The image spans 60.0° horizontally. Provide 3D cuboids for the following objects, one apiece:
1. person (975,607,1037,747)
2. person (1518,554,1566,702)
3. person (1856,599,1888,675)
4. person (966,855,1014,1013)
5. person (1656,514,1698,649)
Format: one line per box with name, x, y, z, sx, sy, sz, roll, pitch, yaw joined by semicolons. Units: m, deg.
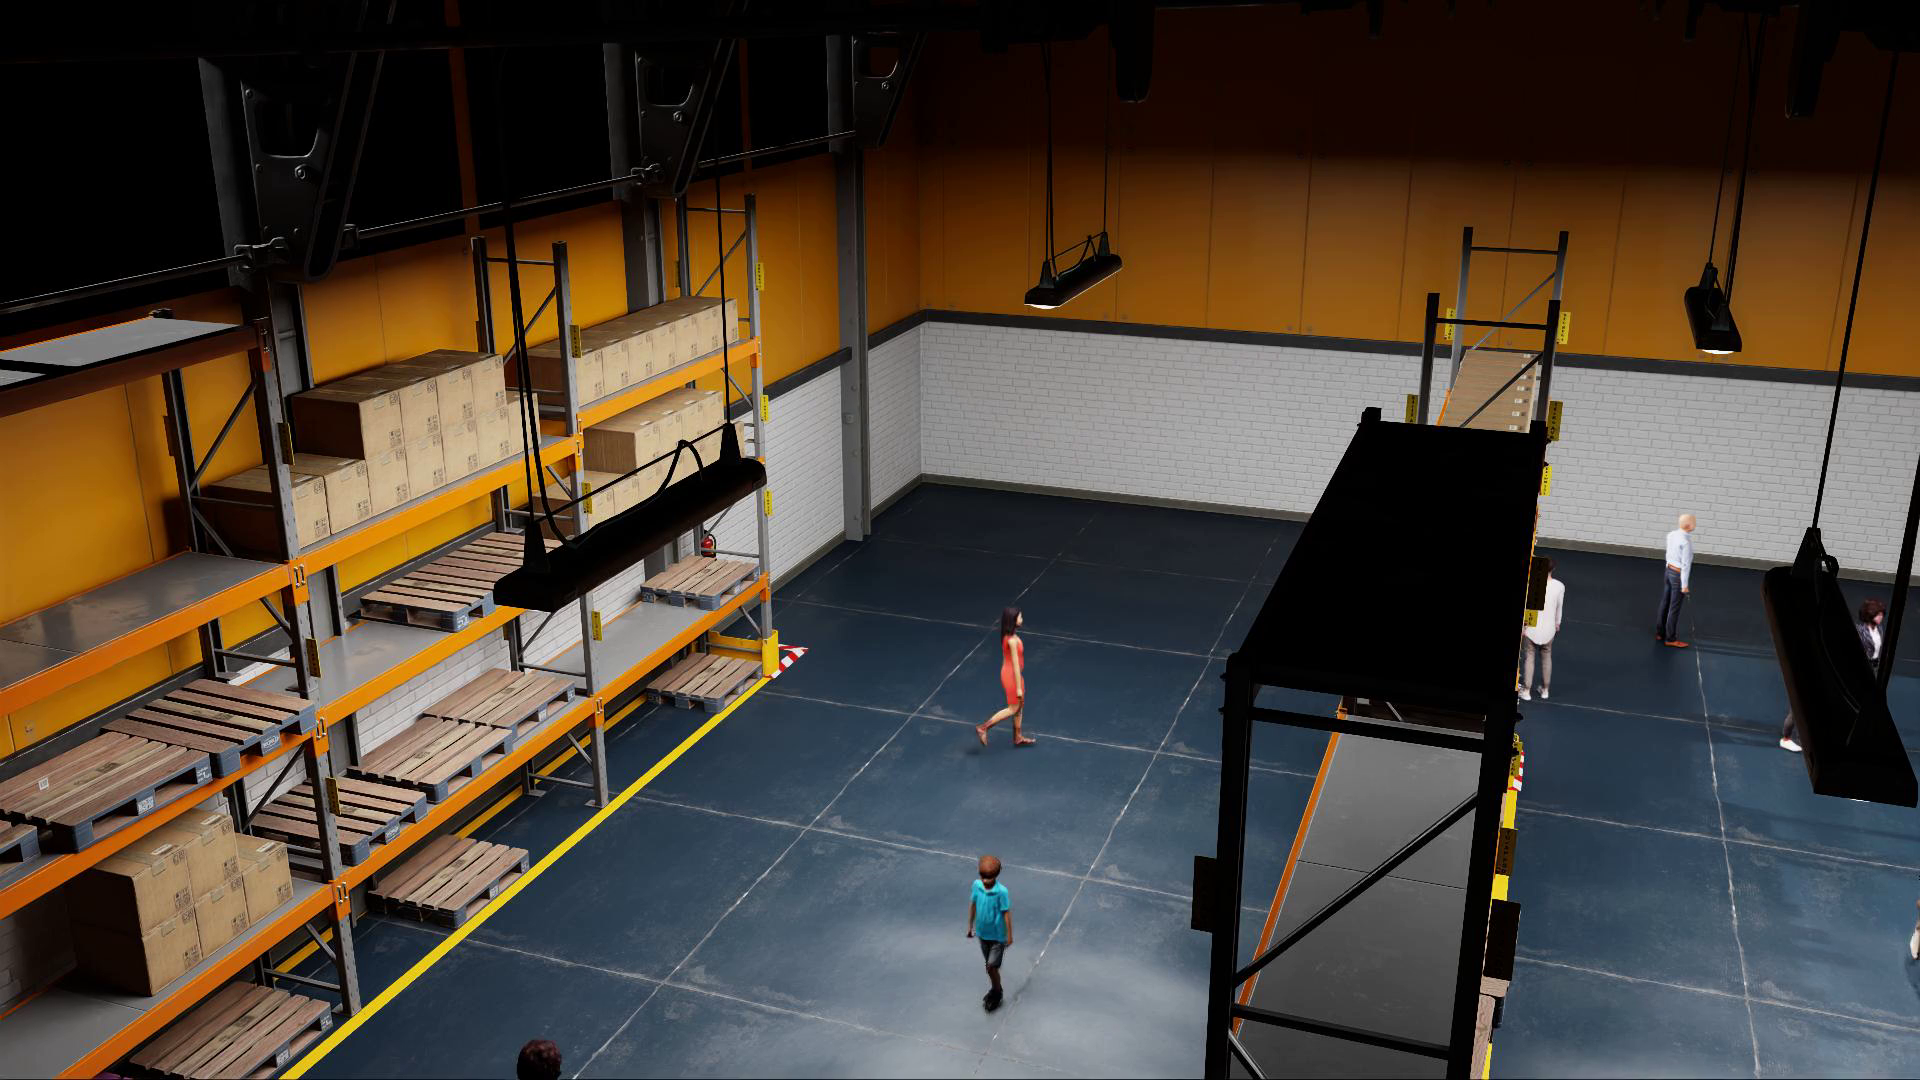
person;0.517;1.592;18.818;0.924;1.701;0.983;-3;19;-8
person;7.050;1.050;20.210;0.745;1.839;0.720;-2;19;-7
person;10.347;1.471;19.213;1.008;1.677;1.083;-8;20;-22
person;0.312;3.293;14.186;0.631;1.434;0.646;14;23;35
person;9.429;0.512;21.884;0.779;1.791;0.645;-1;19;-4
